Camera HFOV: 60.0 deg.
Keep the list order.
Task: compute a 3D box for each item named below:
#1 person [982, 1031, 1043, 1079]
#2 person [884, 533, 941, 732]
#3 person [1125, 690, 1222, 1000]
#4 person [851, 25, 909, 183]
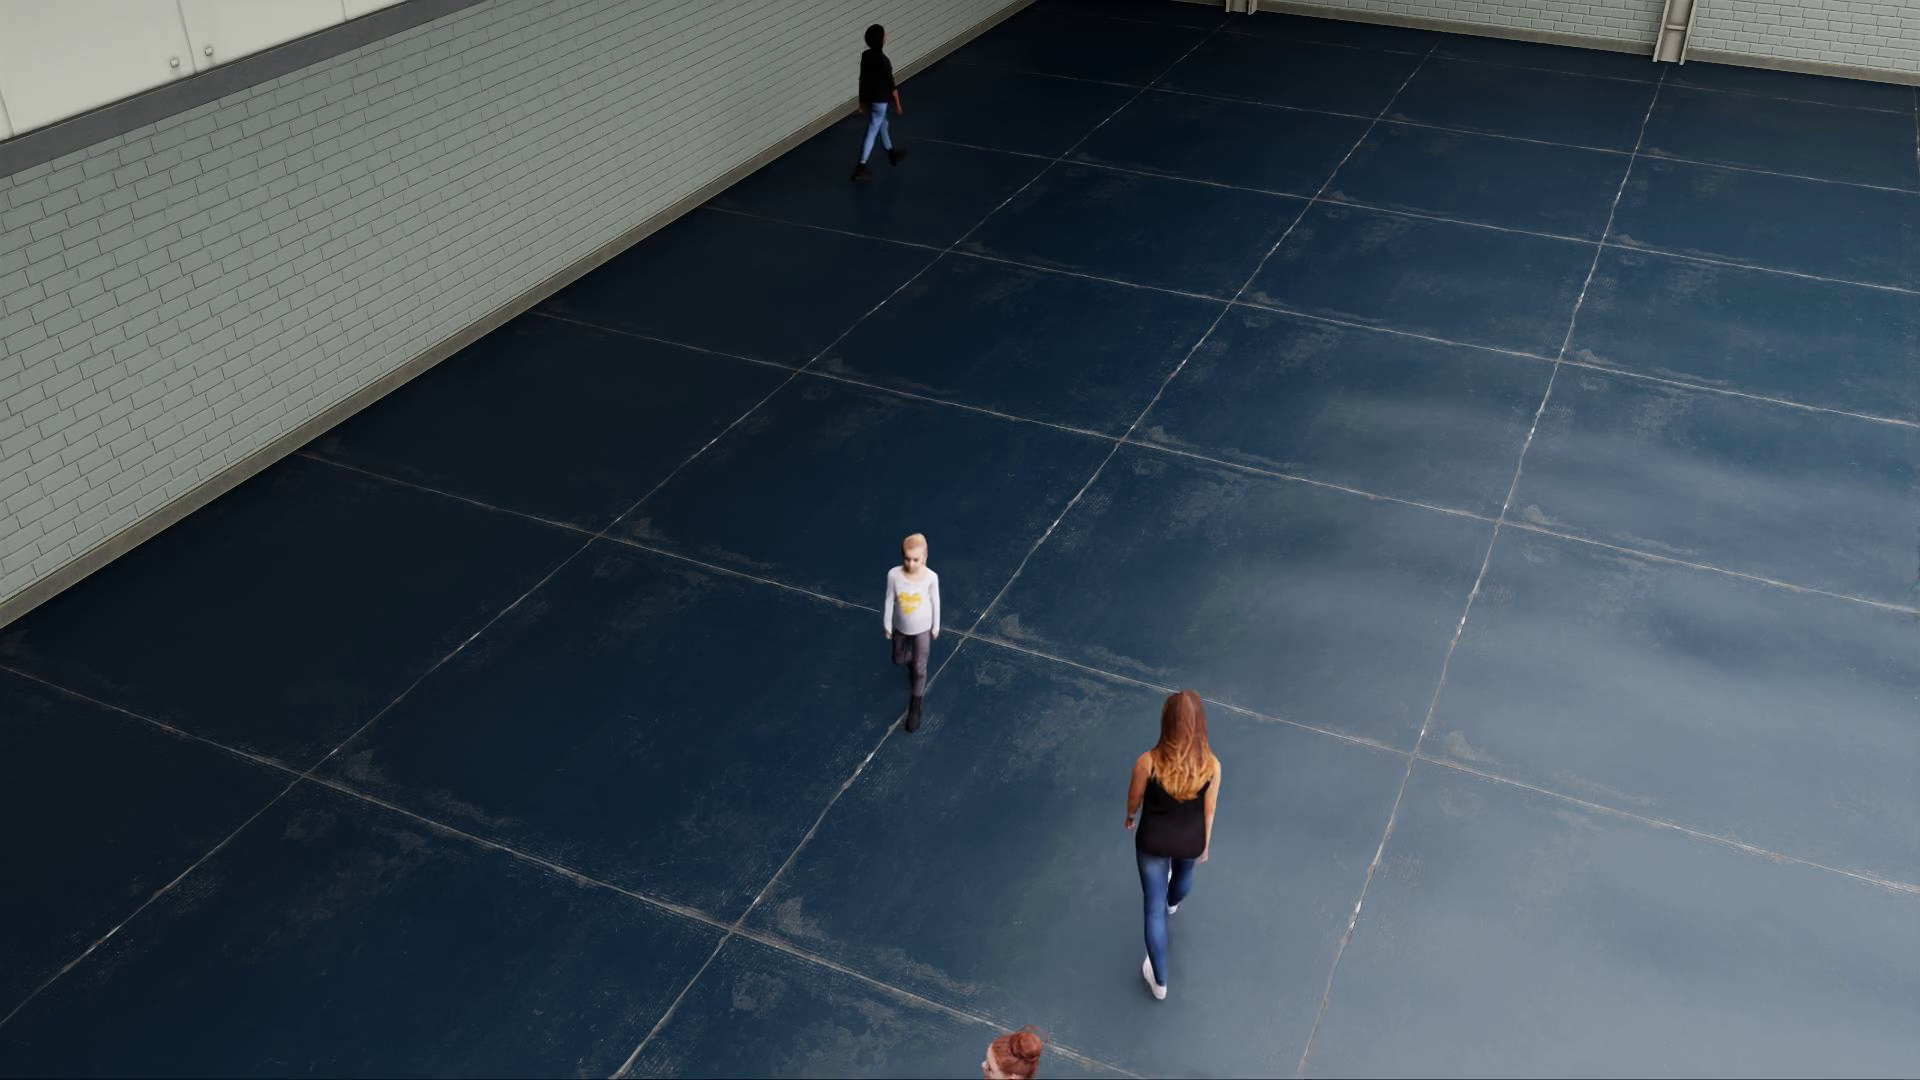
[{"bbox_3d":[0.194,2.546,6.498,0.630,1.793,0.640,-2,32,-3],"label":"person"},{"bbox_3d":[-0.289,0.497,10.242,0.814,1.265,0.683,5,33,7],"label":"person"},{"bbox_3d":[1.046,1.549,8.182,1.037,1.683,0.975,-4,32,-6],"label":"person"},{"bbox_3d":[-0.973,-4.710,18.126,1.161,1.659,0.882,27,41,36],"label":"person"}]
